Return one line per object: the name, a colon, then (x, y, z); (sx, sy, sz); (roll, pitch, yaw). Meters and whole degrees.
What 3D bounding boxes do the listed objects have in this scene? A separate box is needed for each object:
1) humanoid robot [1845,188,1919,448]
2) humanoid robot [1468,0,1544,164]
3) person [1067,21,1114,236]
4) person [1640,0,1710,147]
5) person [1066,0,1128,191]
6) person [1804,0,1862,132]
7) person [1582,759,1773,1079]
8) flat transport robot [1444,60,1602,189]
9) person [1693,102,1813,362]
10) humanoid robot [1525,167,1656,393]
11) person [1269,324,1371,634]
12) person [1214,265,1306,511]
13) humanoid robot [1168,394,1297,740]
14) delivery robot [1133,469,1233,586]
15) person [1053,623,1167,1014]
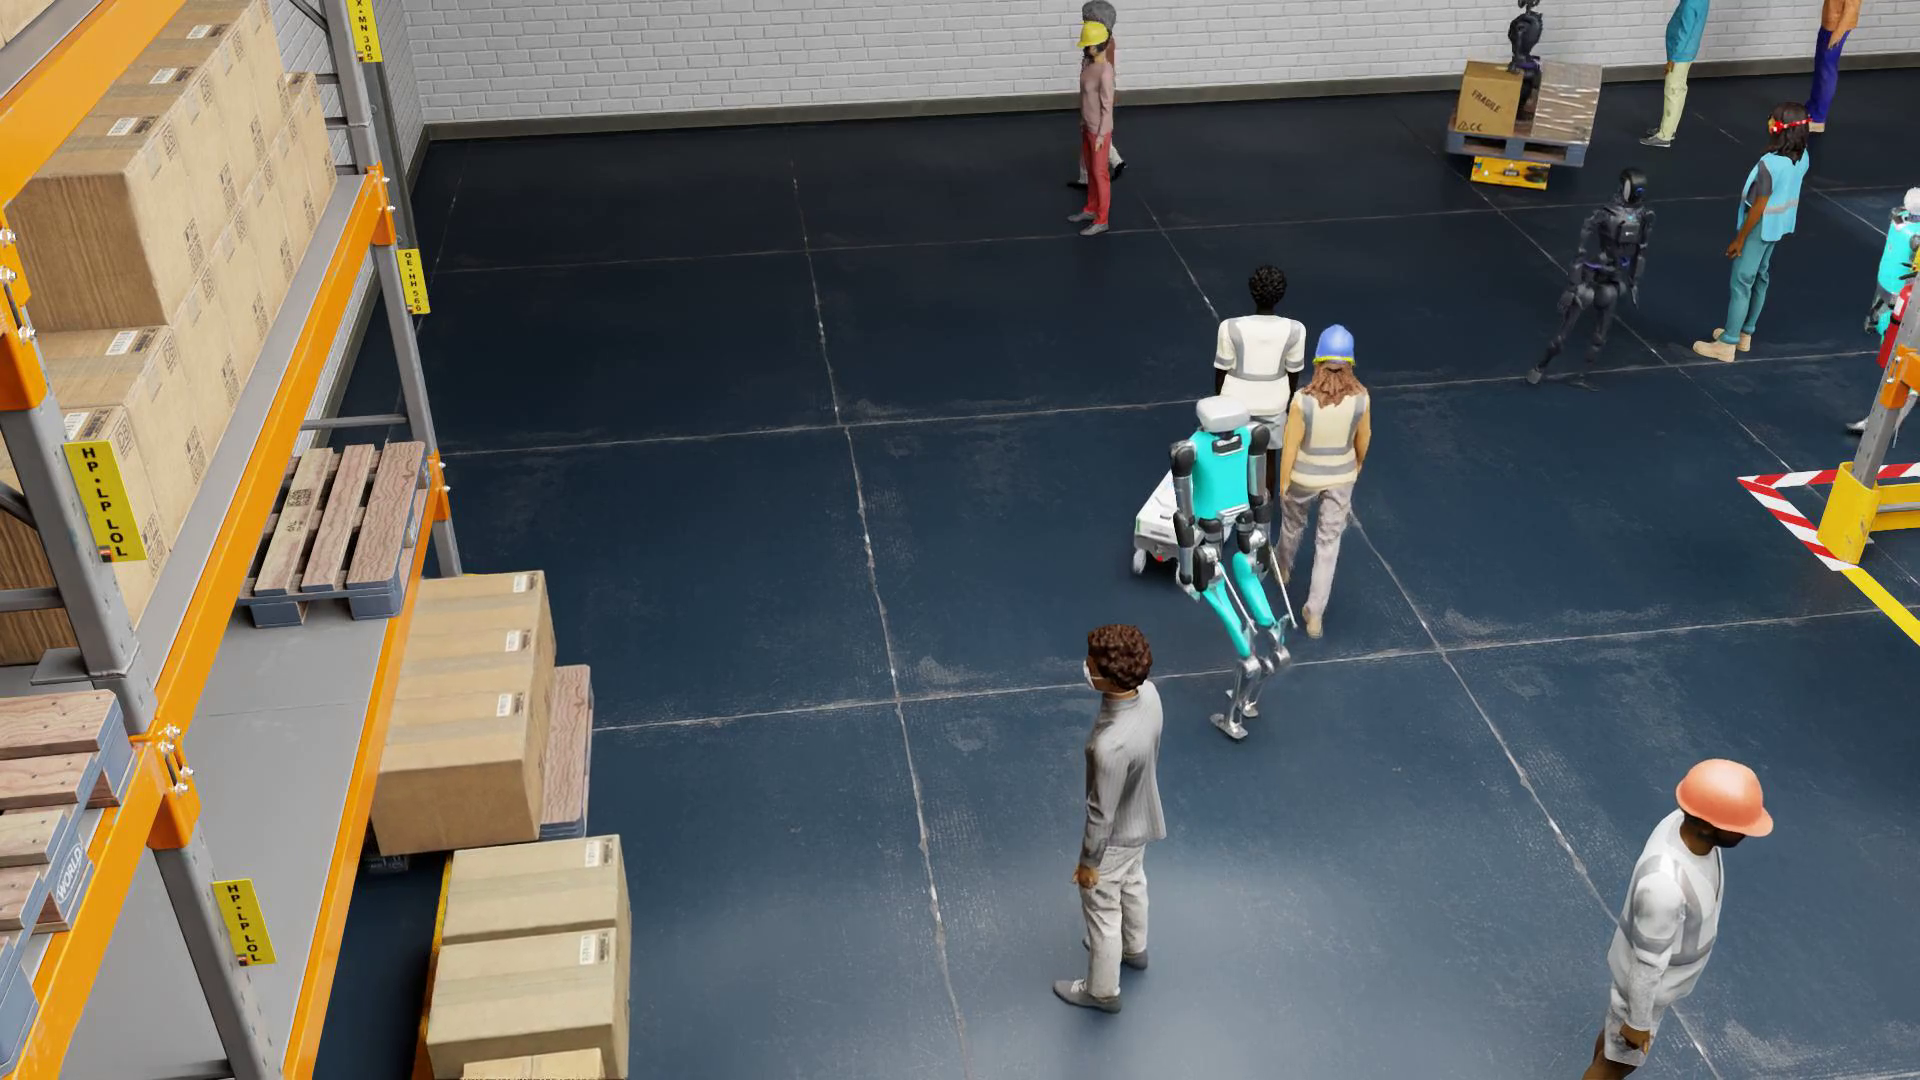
humanoid robot: (6.097, -1.305, 10.622); (0.712, 1.909, 0.560); (4, 33, 6)
humanoid robot: (5.007, -4.151, 14.938); (0.513, 1.636, 0.602); (18, 37, 25)
person: (1.093, -3.381, 13.671); (0.323, 1.760, 0.523); (-7, 34, -10)
person: (6.682, -4.548, 15.471); (0.336, 1.741, 0.562); (20, 38, 27)
person: (1.202, -3.833, 14.423); (0.457, 1.674, 0.472); (15, 36, 22)
person: (8.268, -4.875, 15.756); (0.388, 1.982, 0.516); (8, 34, 12)
person: (2.513, 1.547, 5.959); (0.359, 1.934, 0.550); (20, 38, 27)
flat transport robot: (5.116, -3.589, 15.352); (0.659, 0.231, 1.431); (11, 35, 16)
person: (5.619, -2.153, 11.691); (0.521, 1.866, 0.391); (-25, 40, -33)
humanoid robot: (4.299, -1.773, 11.287); (0.596, 1.647, 0.468); (-8, 34, -12)
person: (1.973, -0.383, 9.098); (0.479, 1.739, 0.783); (2, 33, 3)
person: (1.736, -0.812, 9.797); (0.528, 1.688, 0.322); (-1, 33, -2)
humanoid robot: (1.394, 0.206, 8.178); (0.560, 1.739, 0.851); (-13, 35, -20)
delivery robot: (1.296, -0.141, 9.802); (0.499, 0.589, 0.784); (15, 36, 21)
person: (0.636, 1.130, 6.641); (0.397, 1.891, 0.544); (15, 36, 22)
